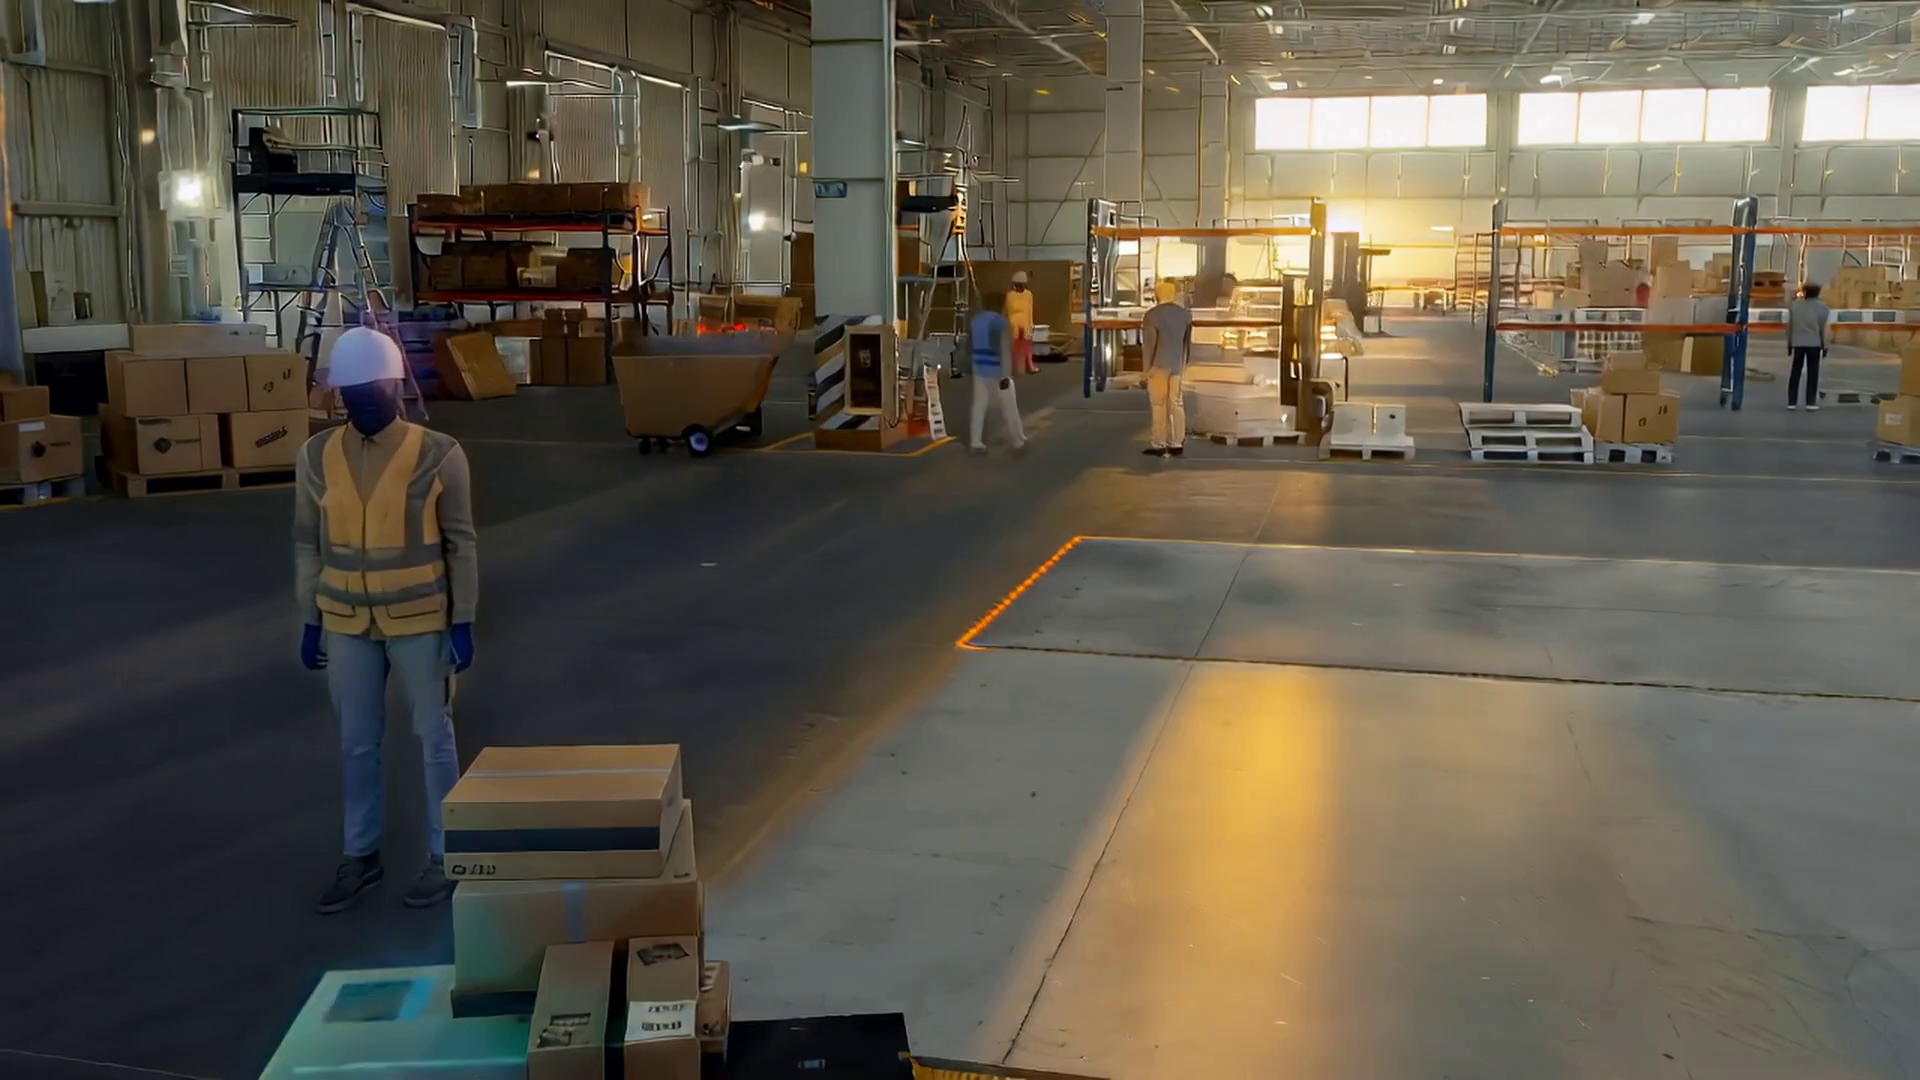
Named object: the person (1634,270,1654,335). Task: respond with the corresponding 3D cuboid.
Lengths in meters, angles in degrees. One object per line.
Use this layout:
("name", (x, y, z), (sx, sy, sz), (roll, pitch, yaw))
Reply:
("person", (14.019, -4.560, 34.060), (0.437, 1.924, 0.663), (3, 10, 17))

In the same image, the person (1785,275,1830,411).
("person", (12.083, -2.802, 23.725), (0.383, 1.921, 0.585), (-9, 13, -41))

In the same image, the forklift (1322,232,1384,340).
("forklift", (10.020, -6.631, 43.448), (1.873, 2.768, 1.129), (-2, 10, -11))

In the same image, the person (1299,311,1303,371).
("person", (6.731, -4.099, 31.904), (0.485, 1.739, 0.320), (-8, 13, -41))

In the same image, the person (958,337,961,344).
("person", (-0.084, -5.795, 42.072), (0.541, 1.676, 0.647), (5, 11, 27))

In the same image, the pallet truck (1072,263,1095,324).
("pallet truck", (4.325, -8.180, 55.162), (0.823, 1.965, 1.885), (6, 11, 31))

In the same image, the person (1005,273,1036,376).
("person", (1.123, -3.985, 30.793), (0.568, 1.883, 0.975), (-3, 10, -19))

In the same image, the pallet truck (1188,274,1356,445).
("pallet truck", (3.653, -2.138, 19.590), (1.885, 1.965, 0.823), (-4, 10, -20))

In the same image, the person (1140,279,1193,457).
("person", (2.252, -1.880, 18.238), (0.637, 1.938, 0.355), (-5, 11, -29))

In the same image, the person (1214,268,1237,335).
("person", (7.330, -6.533, 45.813), (0.622, 1.904, 0.665), (-7, 12, -34))

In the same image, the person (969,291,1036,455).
("person", (0.453, -1.851, 18.469), (0.903, 1.801, 0.656), (-8, 13, -41))

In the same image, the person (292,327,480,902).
("person", (-1.936, 0.261, 5.606), (0.618, 1.945, 0.395), (0, 10, 3))

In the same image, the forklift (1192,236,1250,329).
("forklift", (7.805, -7.847, 50.605), (1.873, 2.768, 1.129), (-2, 10, -12))
